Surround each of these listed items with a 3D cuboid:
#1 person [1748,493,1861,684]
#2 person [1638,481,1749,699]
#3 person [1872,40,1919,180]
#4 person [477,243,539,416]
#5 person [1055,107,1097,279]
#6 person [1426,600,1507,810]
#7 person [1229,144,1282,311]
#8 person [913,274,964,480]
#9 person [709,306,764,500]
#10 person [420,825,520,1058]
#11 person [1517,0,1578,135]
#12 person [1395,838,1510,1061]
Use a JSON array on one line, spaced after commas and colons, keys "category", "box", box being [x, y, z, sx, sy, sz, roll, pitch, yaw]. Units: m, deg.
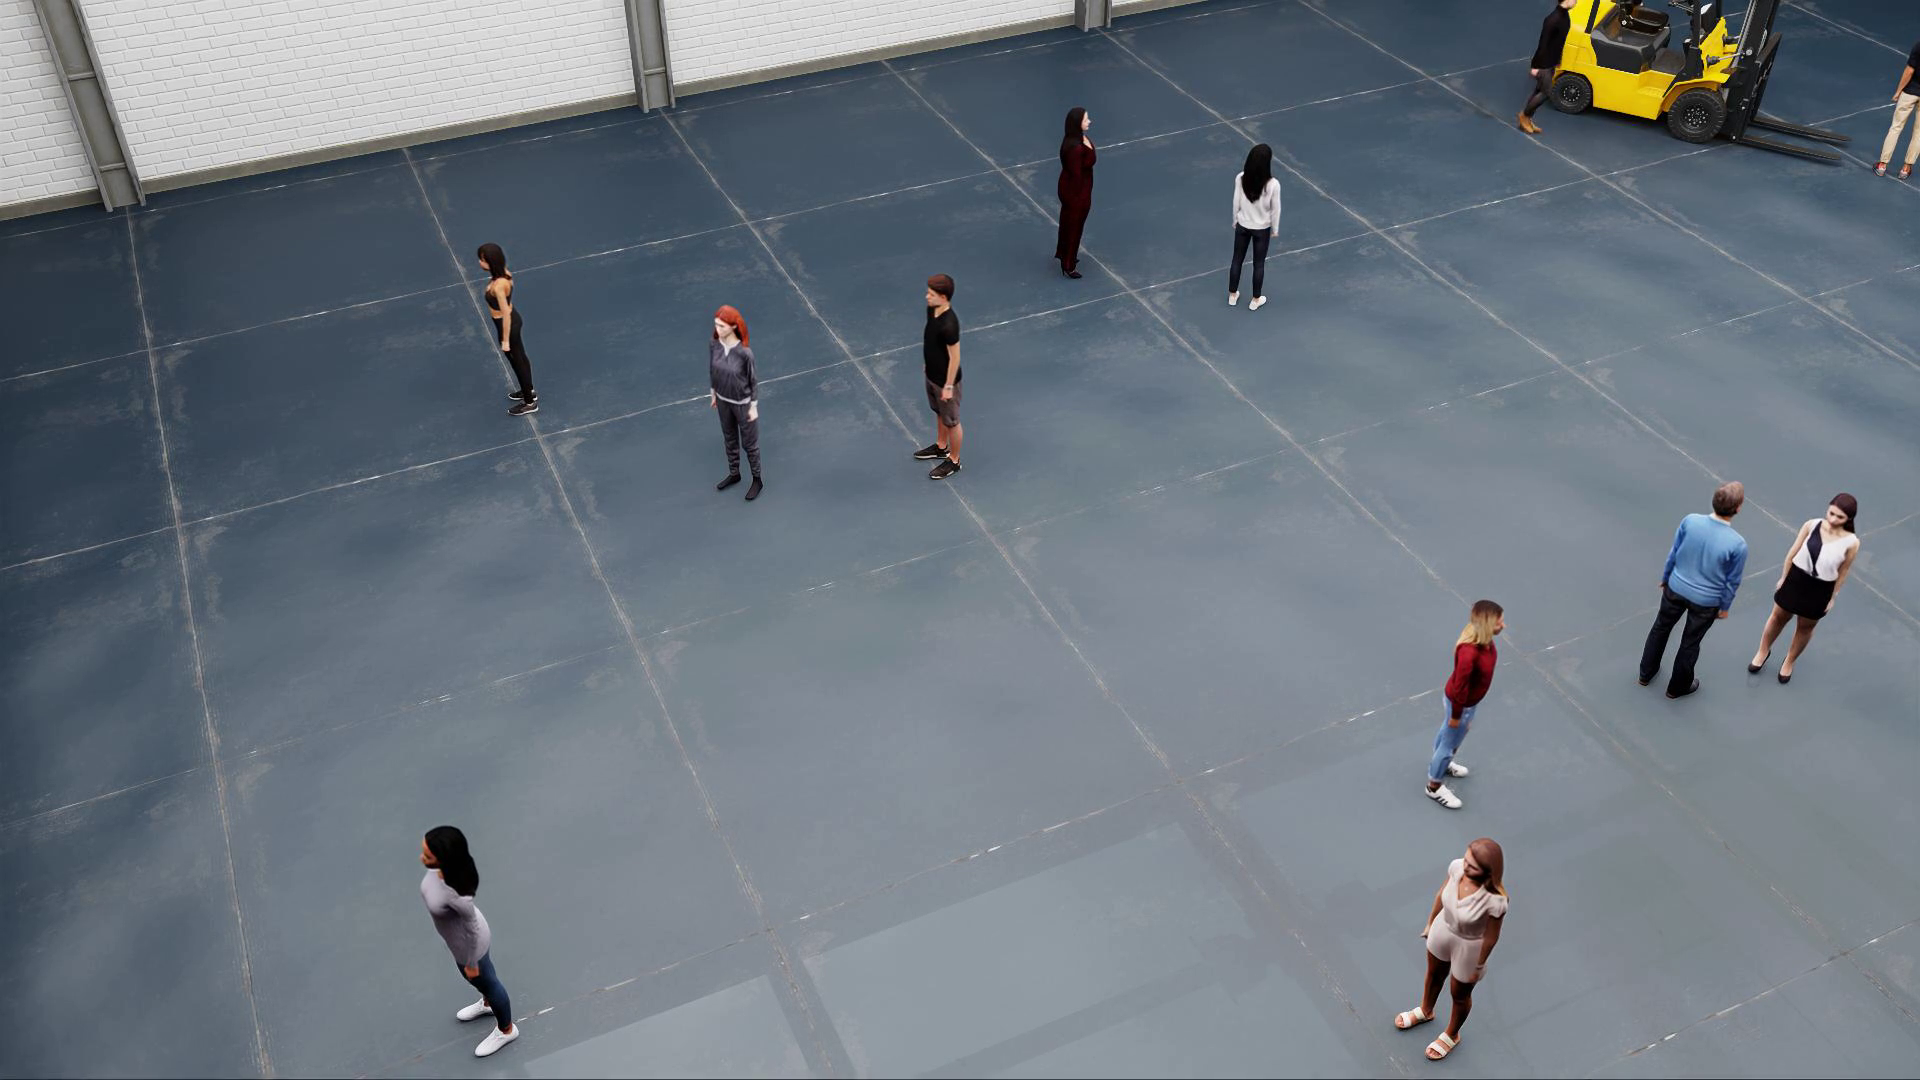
[{"category": "person", "box": [6.020, 0.341, 11.800, 0.627, 1.648, 0.644, 26, 45, 29]}, {"category": "person", "box": [5.158, 0.340, 11.663, 0.675, 1.818, 0.724, -30, 47, -32]}, {"category": "person", "box": [10.465, -4.847, 18.126, 0.698, 1.859, 0.746, 15, 41, 17]}, {"category": "person", "box": [-3.944, -1.856, 14.555, 0.583, 1.642, 0.621, -5, 39, -7]}, {"category": "person", "box": [1.122, -3.453, 16.462, 0.740, 1.758, 0.749, -1, 39, -1]}, {"category": "person", "box": [3.320, 1.035, 10.942, 0.735, 1.634, 0.657, 16, 41, 19]}, {"category": "person", "box": [2.812, -3.011, 15.954, 0.711, 1.701, 0.755, 16, 41, 20]}, {"category": "person", "box": [-0.132, -1.380, 13.783, 0.586, 1.861, 0.671, -14, 41, -16]}, {"category": "person", "box": [-1.823, -1.125, 13.530, 0.650, 1.779, 0.670, 19, 42, 22]}, {"category": "person", "box": [-2.766, 2.227, 9.366, 0.553, 1.736, 0.623, -20, 43, -24]}, {"category": "person", "box": [6.676, -5.532, 19.106, 0.827, 1.708, 0.689, 30, 47, 32]}, {"category": "person", "box": [2.814, 2.264, 9.351, 0.573, 1.697, 0.585, -21, 43, -24]}]
